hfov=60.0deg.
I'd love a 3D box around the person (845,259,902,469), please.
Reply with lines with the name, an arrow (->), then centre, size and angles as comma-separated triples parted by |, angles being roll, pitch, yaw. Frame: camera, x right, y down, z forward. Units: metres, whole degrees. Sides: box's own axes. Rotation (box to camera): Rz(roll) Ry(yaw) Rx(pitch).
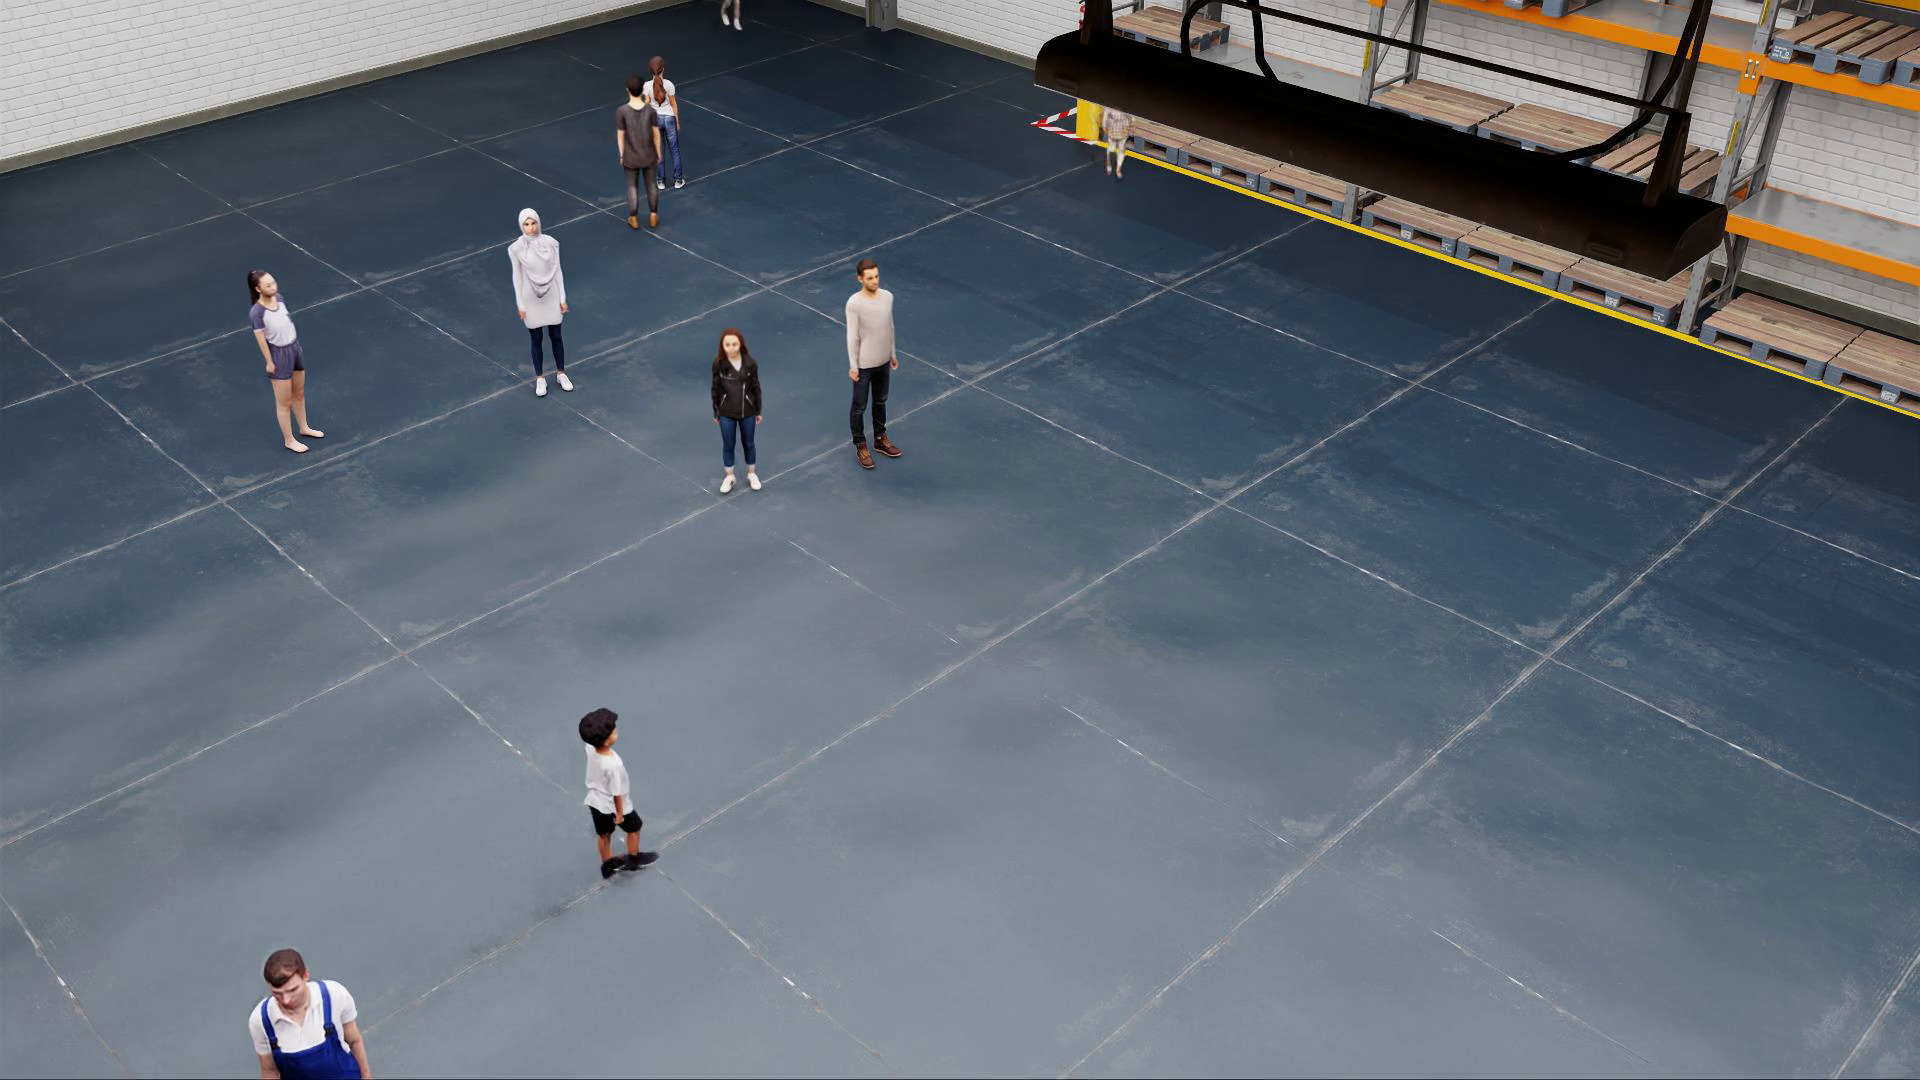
person -> -0.760, -1.533, 14.176 | 0.659, 1.868, 0.582 | -25, 41, -33

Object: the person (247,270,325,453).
person -> -5.889, -1.570, 14.429 | 0.689, 1.651, 0.675 | 8, 34, 11

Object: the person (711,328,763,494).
person -> -1.861, -1.094, 13.865 | 0.641, 1.483, 0.672 | -5, 34, -8

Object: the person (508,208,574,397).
person -> -3.843, -2.193, 15.253 | 0.678, 1.776, 0.650 | -14, 36, -20

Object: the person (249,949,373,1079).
person -> -3.046, 2.607, 7.966 | 0.705, 1.849, 0.691 | -14, 36, -20

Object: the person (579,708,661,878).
person -> -2.179, 1.571, 10.068 | 0.510, 1.248, 0.546 | 27, 42, 35

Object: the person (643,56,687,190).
person -> -3.484, -4.912, 19.536 | 0.626, 1.563, 0.683 | -1, 34, -1

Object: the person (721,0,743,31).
person -> -3.460, -8.368, 24.878 | 0.623, 1.405, 0.714 | -19, 38, -27

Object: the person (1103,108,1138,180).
person -> 1.881, -4.979, 19.874 | 0.647, 1.300, 0.690 | -6, 34, -9

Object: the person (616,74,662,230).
person -> -3.560, -4.309, 18.494 | 0.709, 1.712, 0.722 | -9, 35, -13
